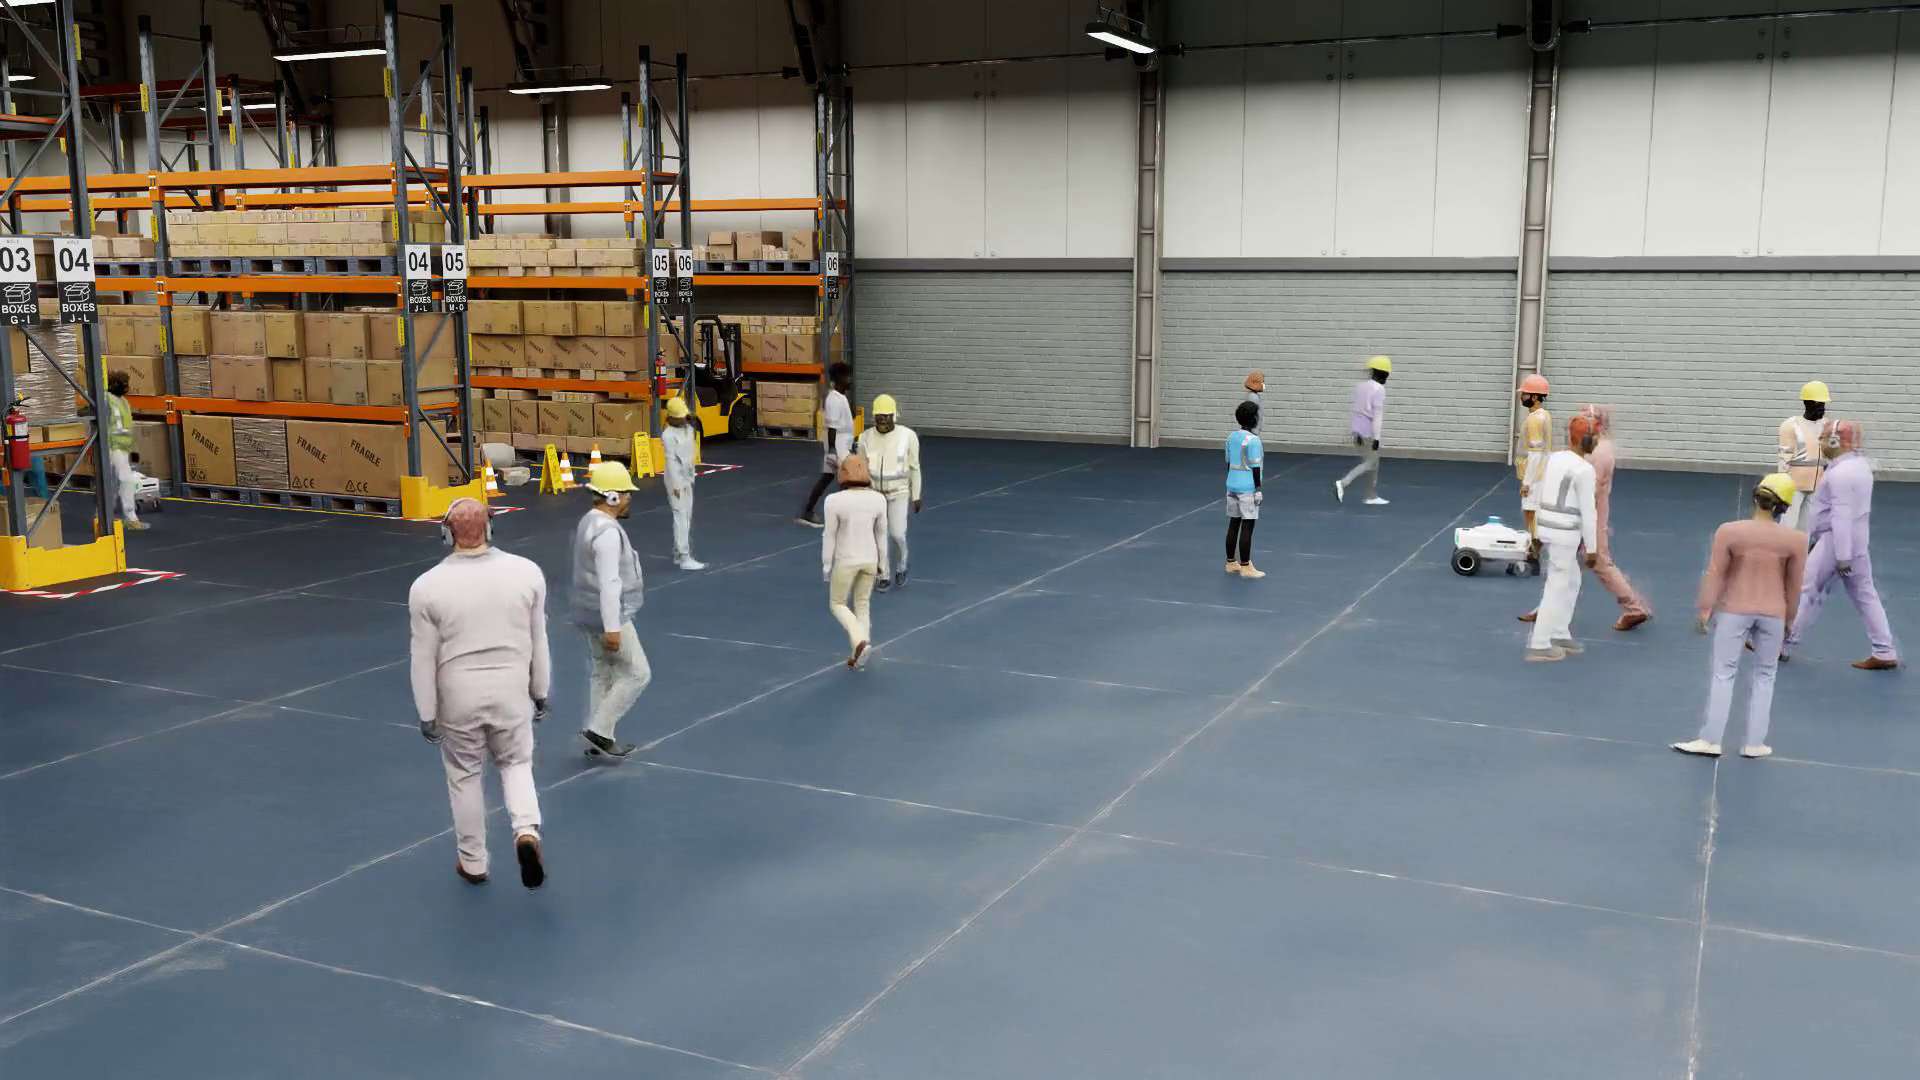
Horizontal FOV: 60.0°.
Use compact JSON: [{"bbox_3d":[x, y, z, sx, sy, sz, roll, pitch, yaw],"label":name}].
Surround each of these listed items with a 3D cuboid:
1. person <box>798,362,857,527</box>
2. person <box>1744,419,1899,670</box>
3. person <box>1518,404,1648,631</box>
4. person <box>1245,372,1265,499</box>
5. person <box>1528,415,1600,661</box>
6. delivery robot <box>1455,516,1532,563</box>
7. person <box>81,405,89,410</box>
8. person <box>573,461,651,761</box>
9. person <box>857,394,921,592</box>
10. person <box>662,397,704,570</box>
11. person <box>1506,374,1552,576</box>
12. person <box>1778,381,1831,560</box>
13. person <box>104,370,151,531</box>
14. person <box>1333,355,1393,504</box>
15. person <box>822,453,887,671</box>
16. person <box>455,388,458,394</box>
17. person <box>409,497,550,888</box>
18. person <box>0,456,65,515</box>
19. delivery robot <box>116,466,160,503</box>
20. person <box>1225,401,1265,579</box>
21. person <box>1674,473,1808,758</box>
[{"bbox_3d":[-1.390,-1.072,18.884,0.999,1.918,0.625,0,9,-3],"label":"person"},{"bbox_3d":[6.490,0.034,12.318,0.632,1.845,1.032,-9,13,-44],"label":"person"},{"bbox_3d":[5.172,-0.187,13.613,0.981,1.865,0.658,3,10,18],"label":"person"},{"bbox_3d":[3.771,-1.343,21.392,0.266,1.631,0.507,1,9,4],"label":"person"},{"bbox_3d":[4.594,-0.004,12.490,0.674,1.857,0.612,-1,9,-7],"label":"person"},{"bbox_3d":[5.153,0.016,16.070,0.707,0.478,0.477,3,10,18],"label":"delivery robot"},{"bbox_3d":[-14.698,-2.565,27.764,0.901,2.006,0.620,3,10,19],"label":"person"},{"bbox_3d":[-2.080,0.438,9.910,0.423,1.812,0.618,-4,10,-22],"label":"person"},{"bbox_3d":[-0.669,-0.421,15.164,0.621,1.819,0.424,2,10,14],"label":"person"},{"bbox_3d":[-2.711,-0.564,16.408,0.433,1.709,0.497,3,10,19],"label":"person"},{"bbox_3d":[5.504,-0.626,16.054,0.354,1.942,0.545,4,10,24],"label":"person"},{"bbox_3d":[7.815,-0.508,15.370,0.589,1.927,0.386,-3,10,-19],"label":"person"},{"bbox_3d":[-9.419,-1.001,18.755,0.763,1.808,0.638,-1,9,-6],"label":"person"},{"bbox_3d":[5.015,-1.352,20.669,0.737,1.895,0.626,-1,9,-9],"label":"person"},{"bbox_3d":[-0.744,0.181,12.085,0.515,1.615,0.462,-5,10,-28],"label":"person"},{"bbox_3d":[-8.828,-2.666,28.256,0.535,2.000,0.688,9,13,43],"label":"person"},{"bbox_3d":[-2.238,0.741,7.821,0.658,1.888,0.663,-5,10,-27],"label":"person"},{"bbox_3d":[-11.156,-1.161,19.755,0.685,1.851,0.593,0,9,-1],"label":"person"},{"bbox_3d":[-10.077,-0.658,20.201,0.707,0.478,0.477,5,10,27],"label":"delivery robot"},{"bbox_3d":[2.729,-0.480,15.906,0.315,1.696,0.541,-4,10,-21],"label":"person"},{"bbox_3d":[4.714,0.458,10.068,0.691,1.728,0.353,2,10,15],"label":"person"}]
